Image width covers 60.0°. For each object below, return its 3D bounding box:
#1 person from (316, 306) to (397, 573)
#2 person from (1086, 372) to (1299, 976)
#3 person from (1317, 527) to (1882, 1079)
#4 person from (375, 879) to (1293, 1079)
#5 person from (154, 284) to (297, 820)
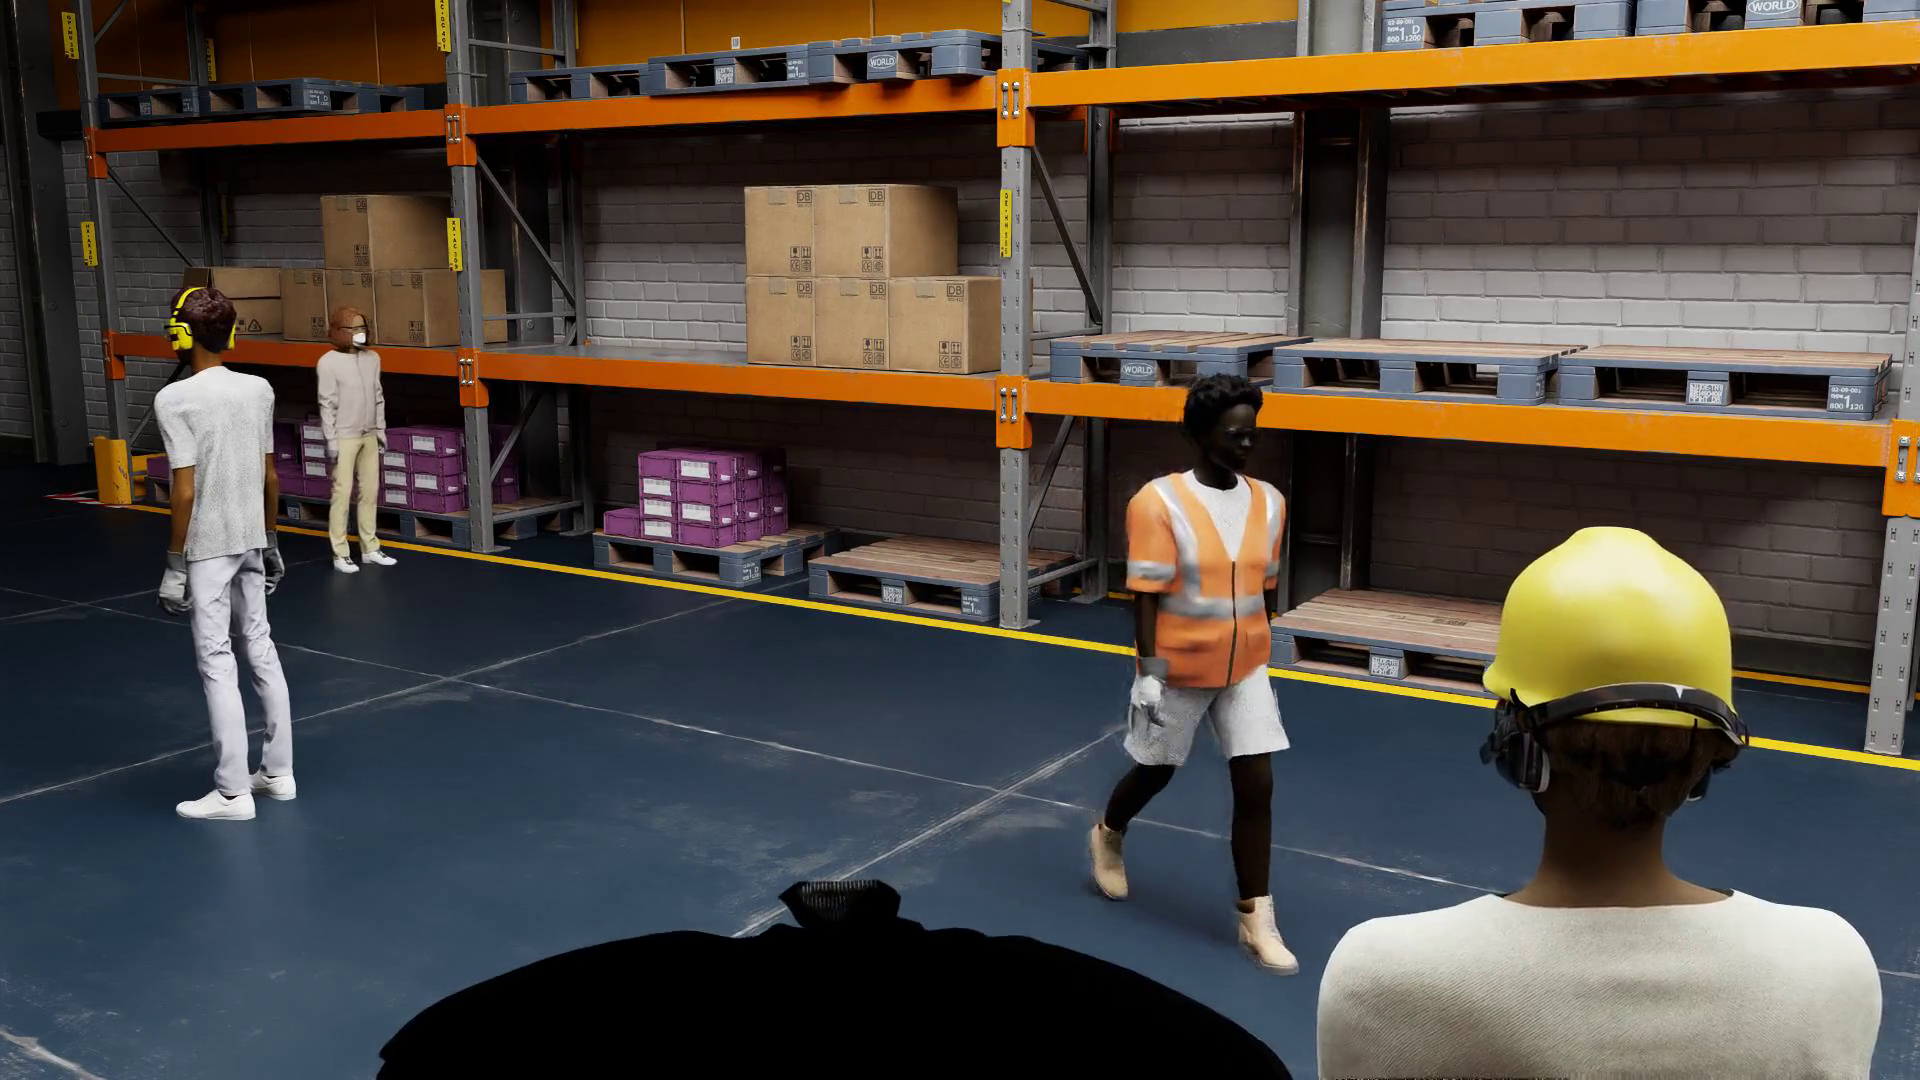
[{"bbox_3d":[-3.713,-0.615,10.200,0.284,1.625,0.505,4,11,23],"label":"person"},{"bbox_3d":[0.664,0.337,4.794,0.534,1.668,0.808,-4,11,-22],"label":"person"},{"bbox_3d":[0.572,0.864,1.606,0.535,1.767,0.316,-1,10,-5],"label":"person"},{"bbox_3d":[-0.082,0.891,1.046,0.591,1.916,0.392,-1,10,-4],"label":"person"},{"bbox_3d":[-2.594,0.053,5.825,0.314,1.864,0.536,4,11,19],"label":"person"}]
